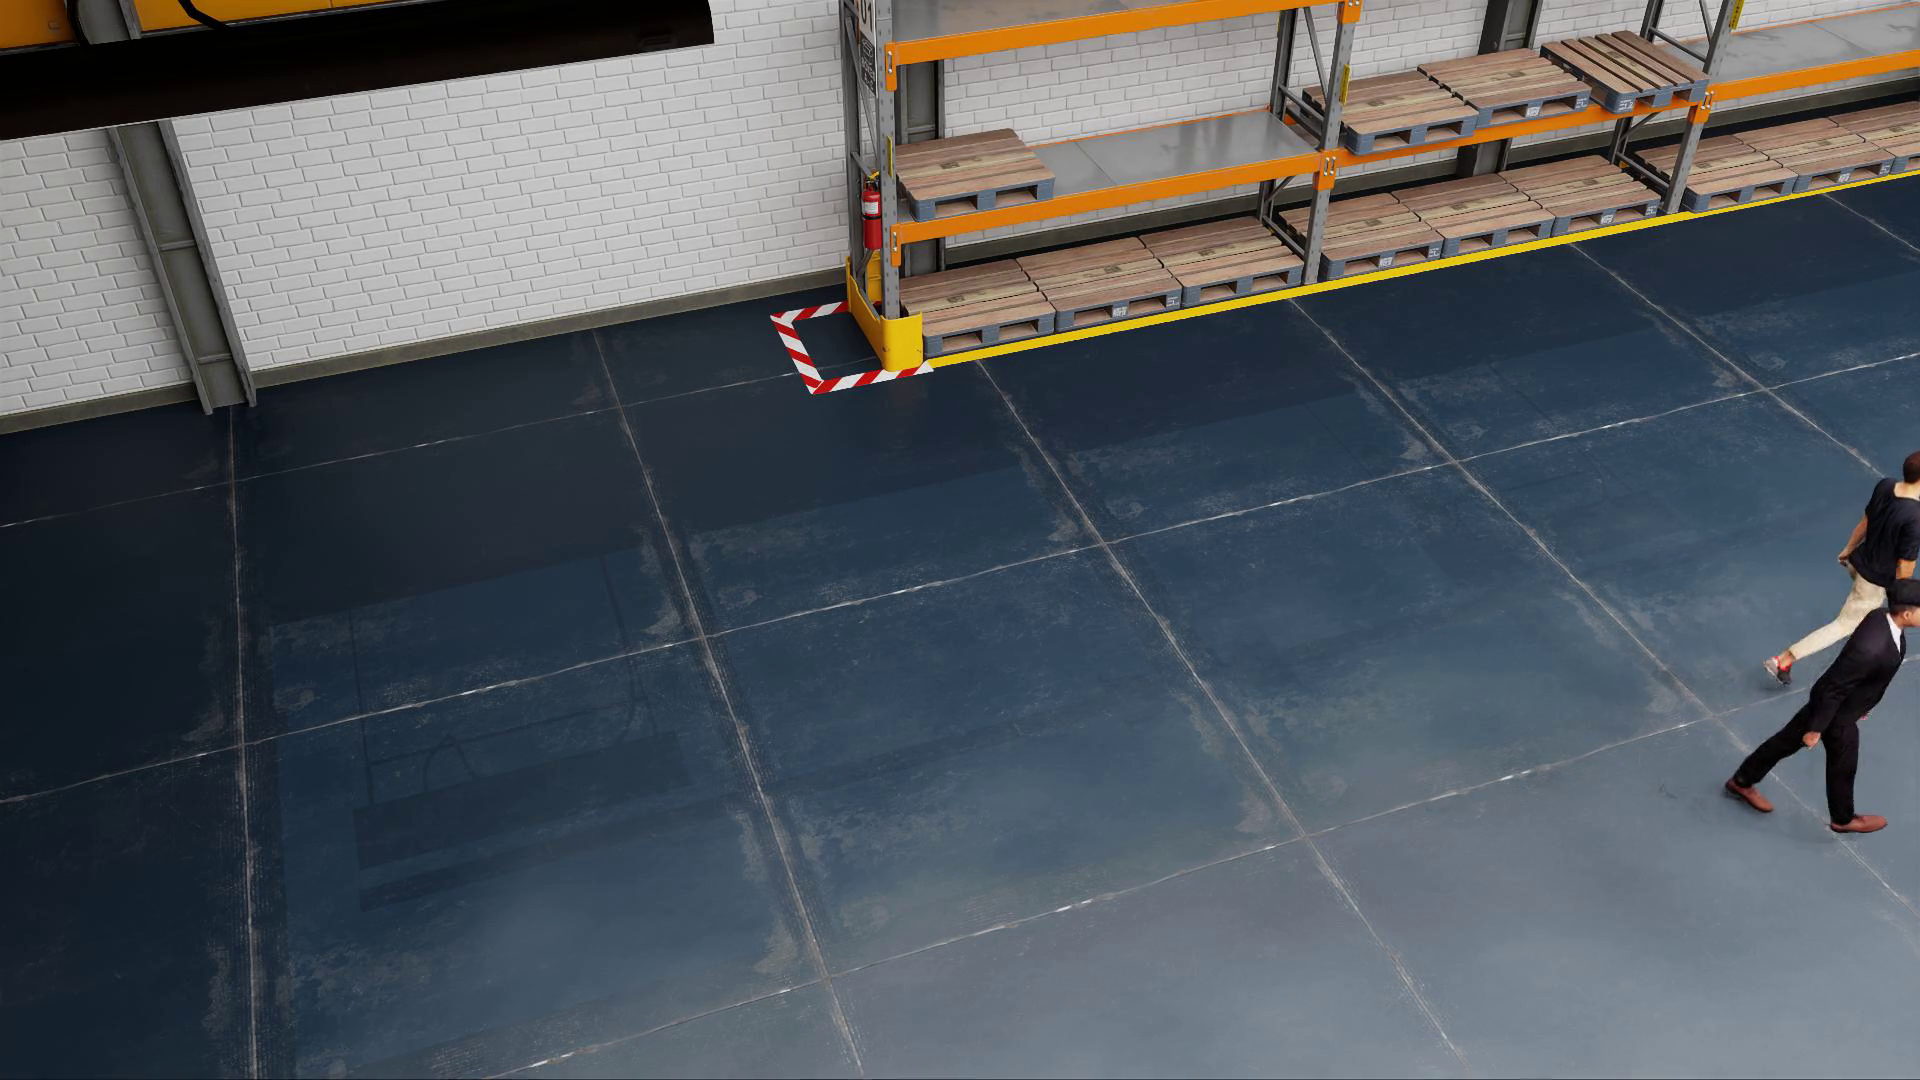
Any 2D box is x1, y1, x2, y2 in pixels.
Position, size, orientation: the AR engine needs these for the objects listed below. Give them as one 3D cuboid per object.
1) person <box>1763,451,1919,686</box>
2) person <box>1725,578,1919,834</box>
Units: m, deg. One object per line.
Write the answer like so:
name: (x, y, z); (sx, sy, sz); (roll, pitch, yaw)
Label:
person: (5.674, 0.218, 10.508); (1.239, 1.822, 0.890); (-2, 39, -3)
person: (4.965, 0.941, 9.605); (1.199, 1.821, 1.192); (27, 46, 29)
